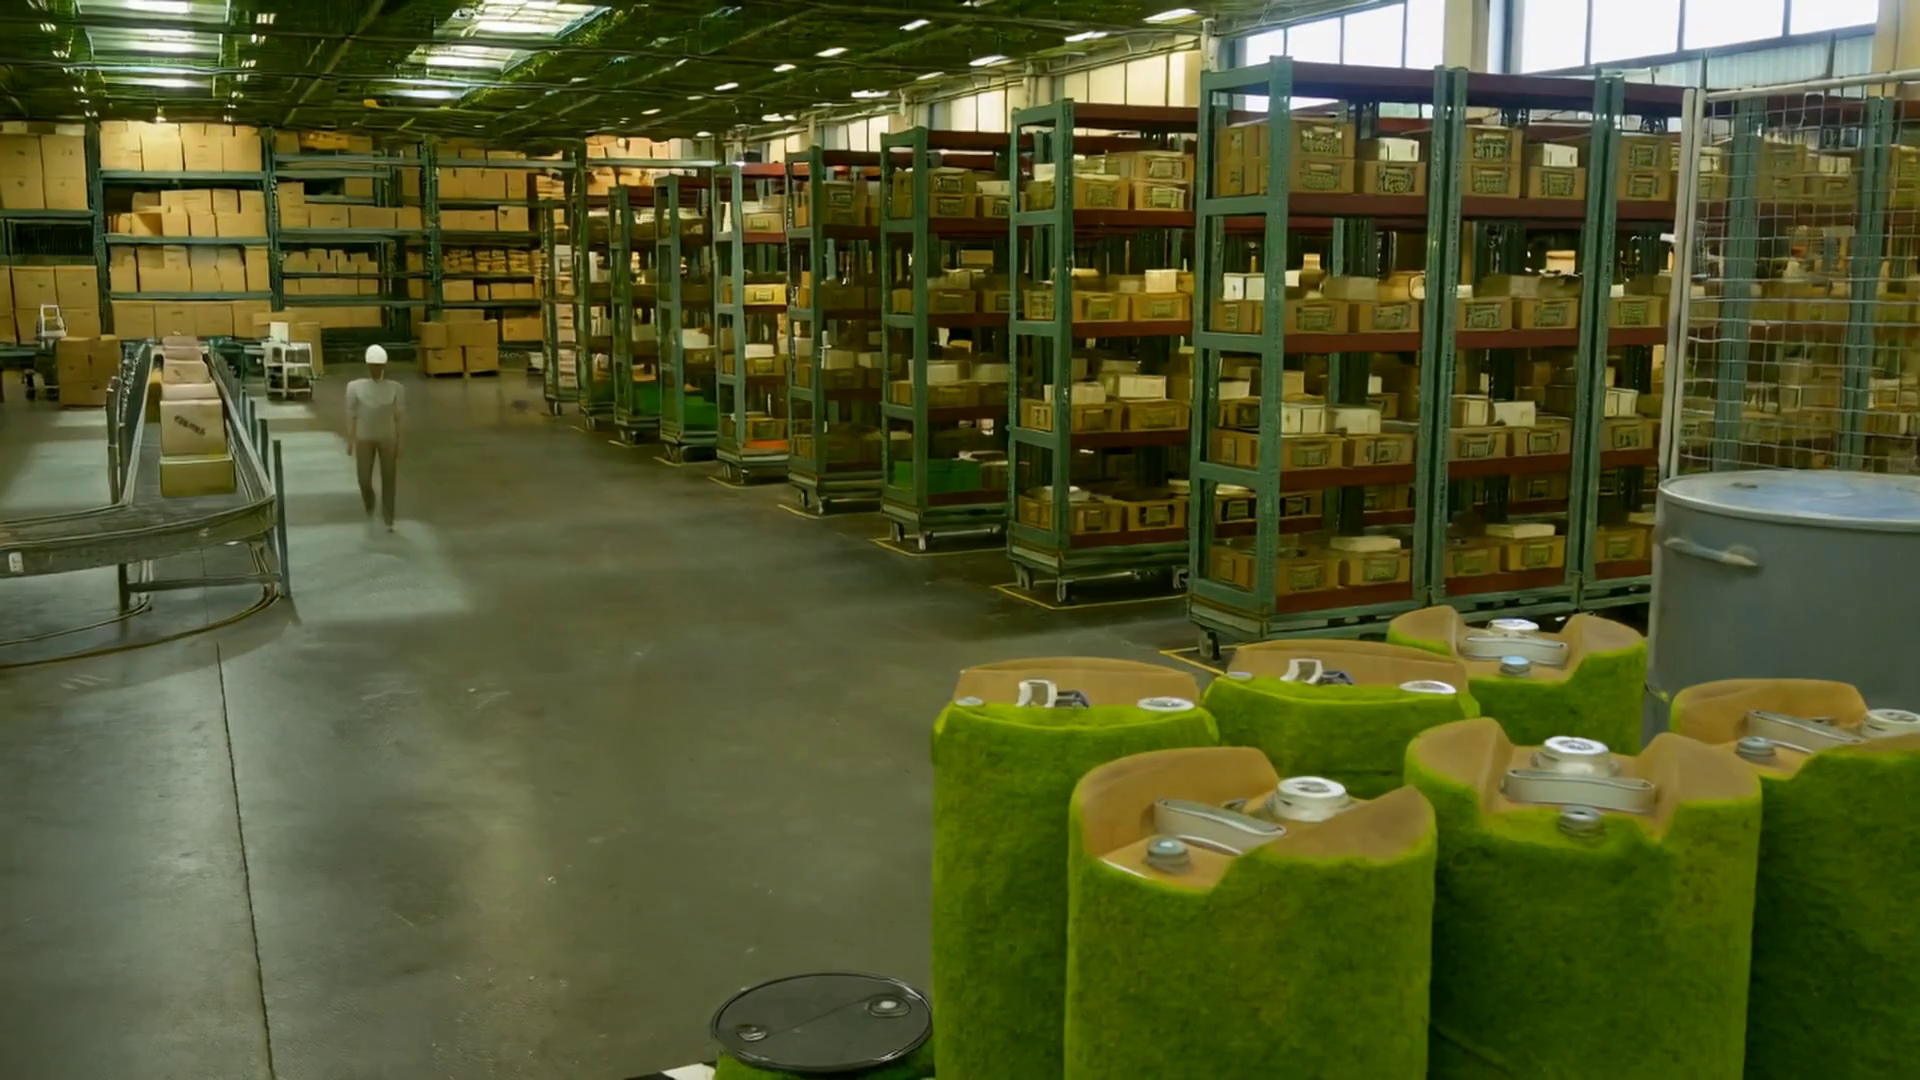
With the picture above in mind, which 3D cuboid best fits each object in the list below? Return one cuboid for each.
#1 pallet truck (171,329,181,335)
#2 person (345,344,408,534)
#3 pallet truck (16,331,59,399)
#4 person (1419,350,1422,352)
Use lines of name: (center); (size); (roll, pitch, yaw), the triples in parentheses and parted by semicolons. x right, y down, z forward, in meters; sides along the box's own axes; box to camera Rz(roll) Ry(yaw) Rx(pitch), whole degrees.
pallet truck: (-17.275, -3.851, 35.096); (1.601, 1.201, 0.680); (0, 9, 1)
person: (-5.340, -0.915, 15.252); (0.542, 1.750, 0.367); (-3, 10, -21)
pallet truck: (-17.082, -3.353, 31.781); (1.630, 1.274, 0.653); (-4, 10, -25)
person: (5.524, -1.828, 20.273); (0.618, 1.966, 0.854); (-1, 9, -4)
